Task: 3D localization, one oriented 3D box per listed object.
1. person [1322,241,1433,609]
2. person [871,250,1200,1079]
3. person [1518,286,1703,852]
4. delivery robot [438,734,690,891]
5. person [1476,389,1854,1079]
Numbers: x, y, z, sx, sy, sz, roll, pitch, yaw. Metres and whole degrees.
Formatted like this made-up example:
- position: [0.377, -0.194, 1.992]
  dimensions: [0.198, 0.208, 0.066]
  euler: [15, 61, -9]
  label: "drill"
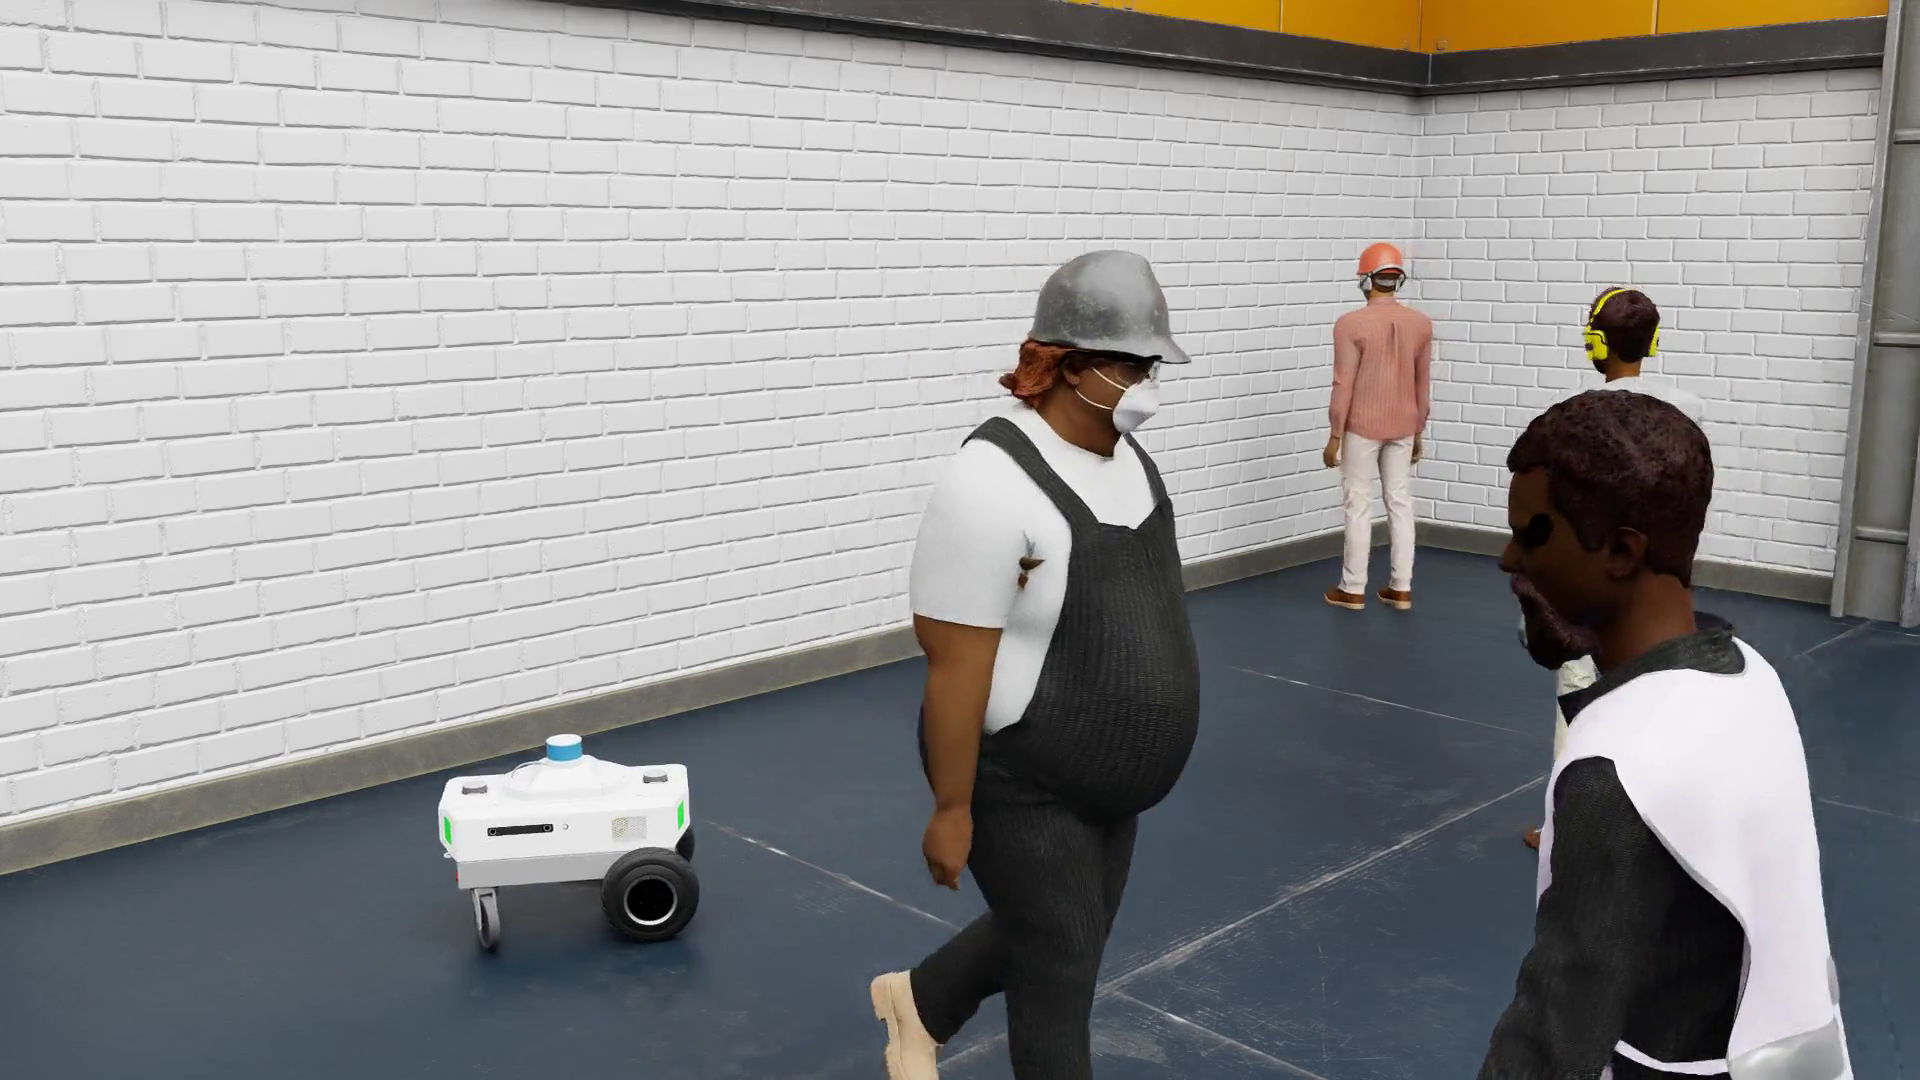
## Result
- position: [2.253, -0.609, 9.005]
  dimensions: [0.624, 1.993, 0.396]
  euler: [-4, 11, -19]
  label: "person"
- position: [0.105, 0.389, 3.424]
  dimensions: [0.808, 2.000, 0.701]
  euler: [7, 12, 33]
  label: "person"
- position: [2.054, 0.146, 5.283]
  dimensions: [0.560, 1.869, 0.427]
  euler: [-1, 10, -3]
  label: "person"
- position: [-1.156, 0.816, 4.893]
  dimensions: [0.707, 0.478, 0.477]
  euler: [-2, 11, -11]
  label: "delivery robot"
- position: [0.849, 0.756, 1.978]
  dimensions: [1.086, 1.857, 0.578]
  euler: [5, 11, 25]
  label: "person"
